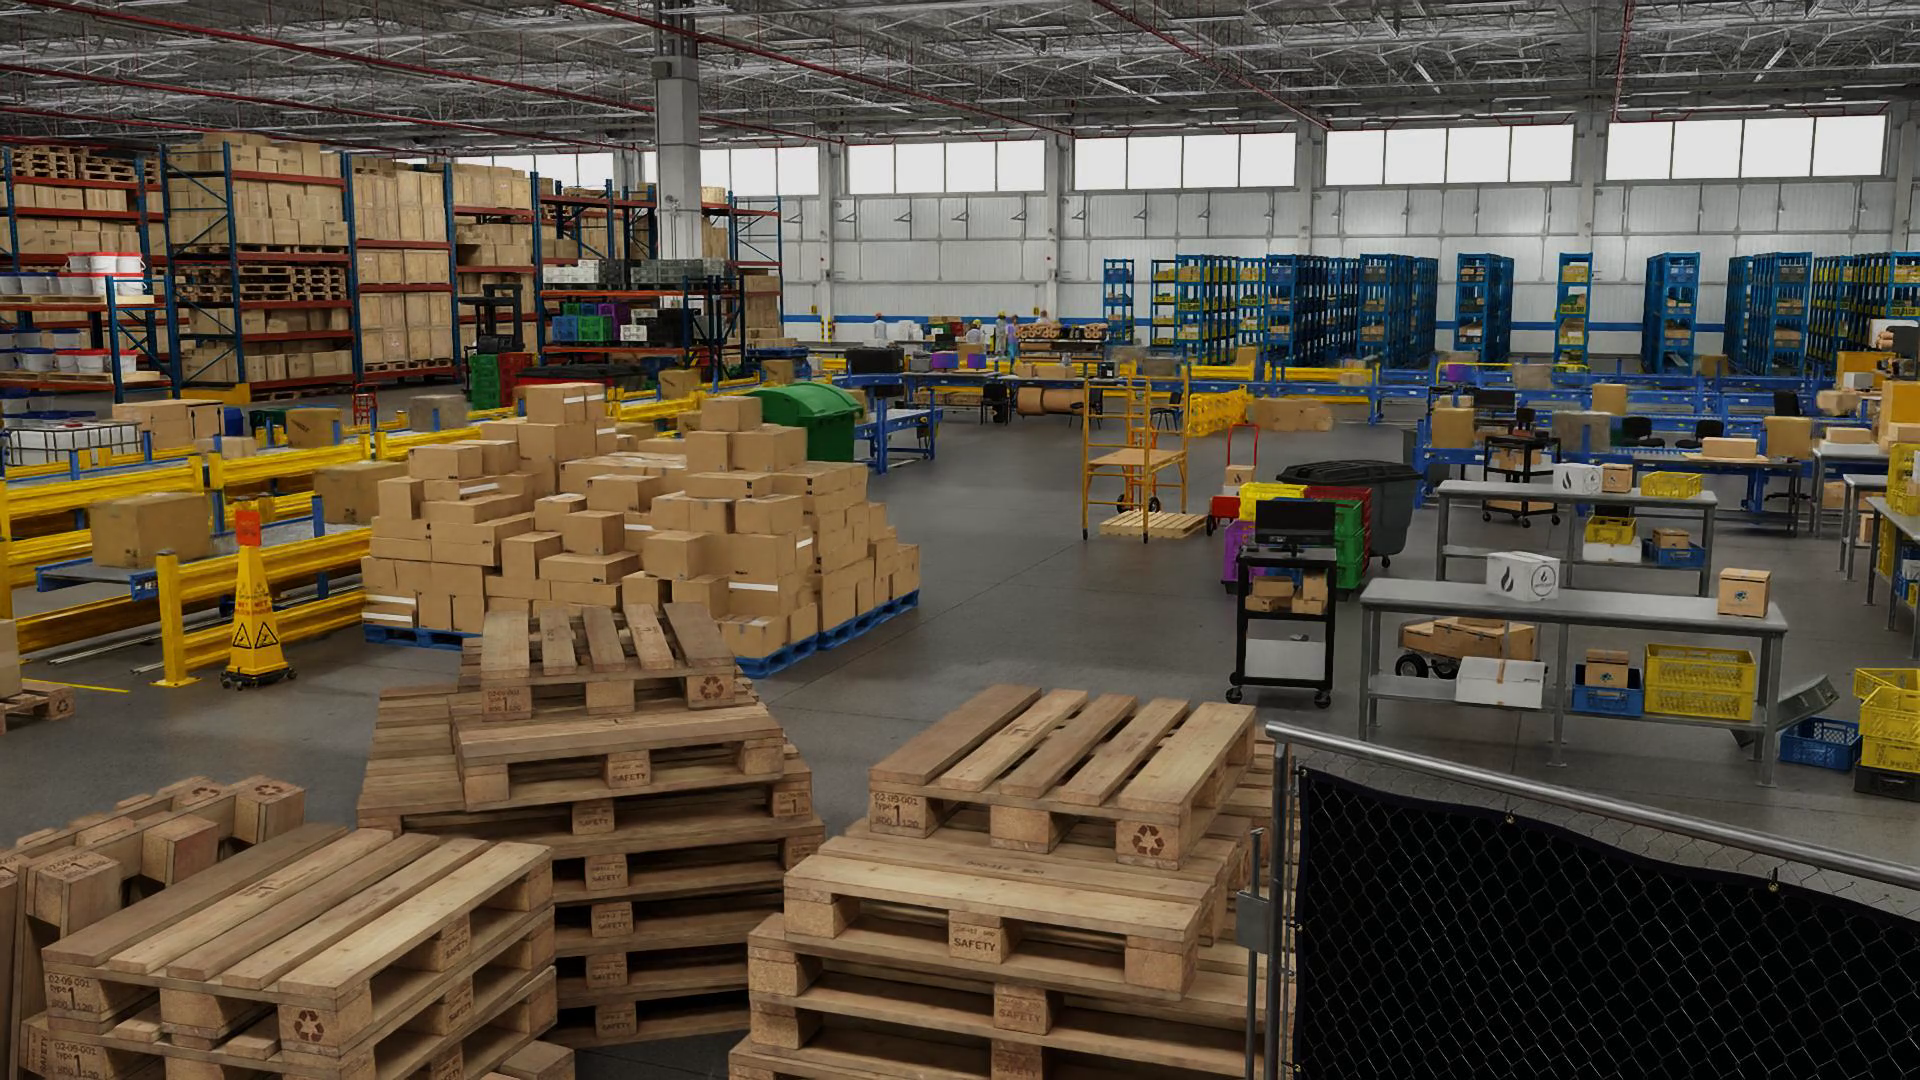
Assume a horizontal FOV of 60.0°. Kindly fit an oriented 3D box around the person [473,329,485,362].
[{"bbox_3d":[-12.048,-4.482,41.970,0.321,1.694,0.534,7,12,39],"label":"person"}]

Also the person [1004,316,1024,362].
[{"bbox_3d":[1.717,-5.987,51.071,0.594,1.789,0.970,-4,10,-26],"label":"person"}]

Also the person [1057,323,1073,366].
[{"bbox_3d":[2.379,-3.911,37.564,0.391,1.948,0.606,-1,9,-7],"label":"person"}]

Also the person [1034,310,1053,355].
[{"bbox_3d":[2.767,-6.719,55.383,0.675,1.888,0.493,-3,10,-19],"label":"person"}]

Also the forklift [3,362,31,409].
[{"bbox_3d":[-21.547,-4.207,36.501,1.873,2.768,1.129,-6,11,-35],"label":"forklift"}]

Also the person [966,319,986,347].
[{"bbox_3d":[0.454,-5.187,45.977,0.587,1.821,0.404,5,11,30],"label":"person"}]

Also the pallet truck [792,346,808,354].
[{"bbox_3d":[-3.705,-4.298,42.022,0.653,1.274,1.630,3,10,20],"label":"pallet truck"}]

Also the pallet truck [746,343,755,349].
[{"bbox_3d":[-6.183,-4.618,44.264,1.601,1.201,0.680,-9,12,-43],"label":"pallet truck"}]

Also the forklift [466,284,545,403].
[{"bbox_3d":[-10.832,-4.702,39.610,1.129,2.768,1.873,3,10,20],"label":"forklift"}]

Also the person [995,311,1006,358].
[{"bbox_3d":[1.510,-7.509,60.841,0.485,1.736,0.358,-8,12,-41],"label":"person"}]

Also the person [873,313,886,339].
[{"bbox_3d":[-2.876,-7.207,59.025,0.580,1.697,0.912,-5,10,-29],"label":"person"}]

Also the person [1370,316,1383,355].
[{"bbox_3d":[13.725,-6.585,54.782,0.617,1.810,0.577,2,9,11],"label":"person"}]
